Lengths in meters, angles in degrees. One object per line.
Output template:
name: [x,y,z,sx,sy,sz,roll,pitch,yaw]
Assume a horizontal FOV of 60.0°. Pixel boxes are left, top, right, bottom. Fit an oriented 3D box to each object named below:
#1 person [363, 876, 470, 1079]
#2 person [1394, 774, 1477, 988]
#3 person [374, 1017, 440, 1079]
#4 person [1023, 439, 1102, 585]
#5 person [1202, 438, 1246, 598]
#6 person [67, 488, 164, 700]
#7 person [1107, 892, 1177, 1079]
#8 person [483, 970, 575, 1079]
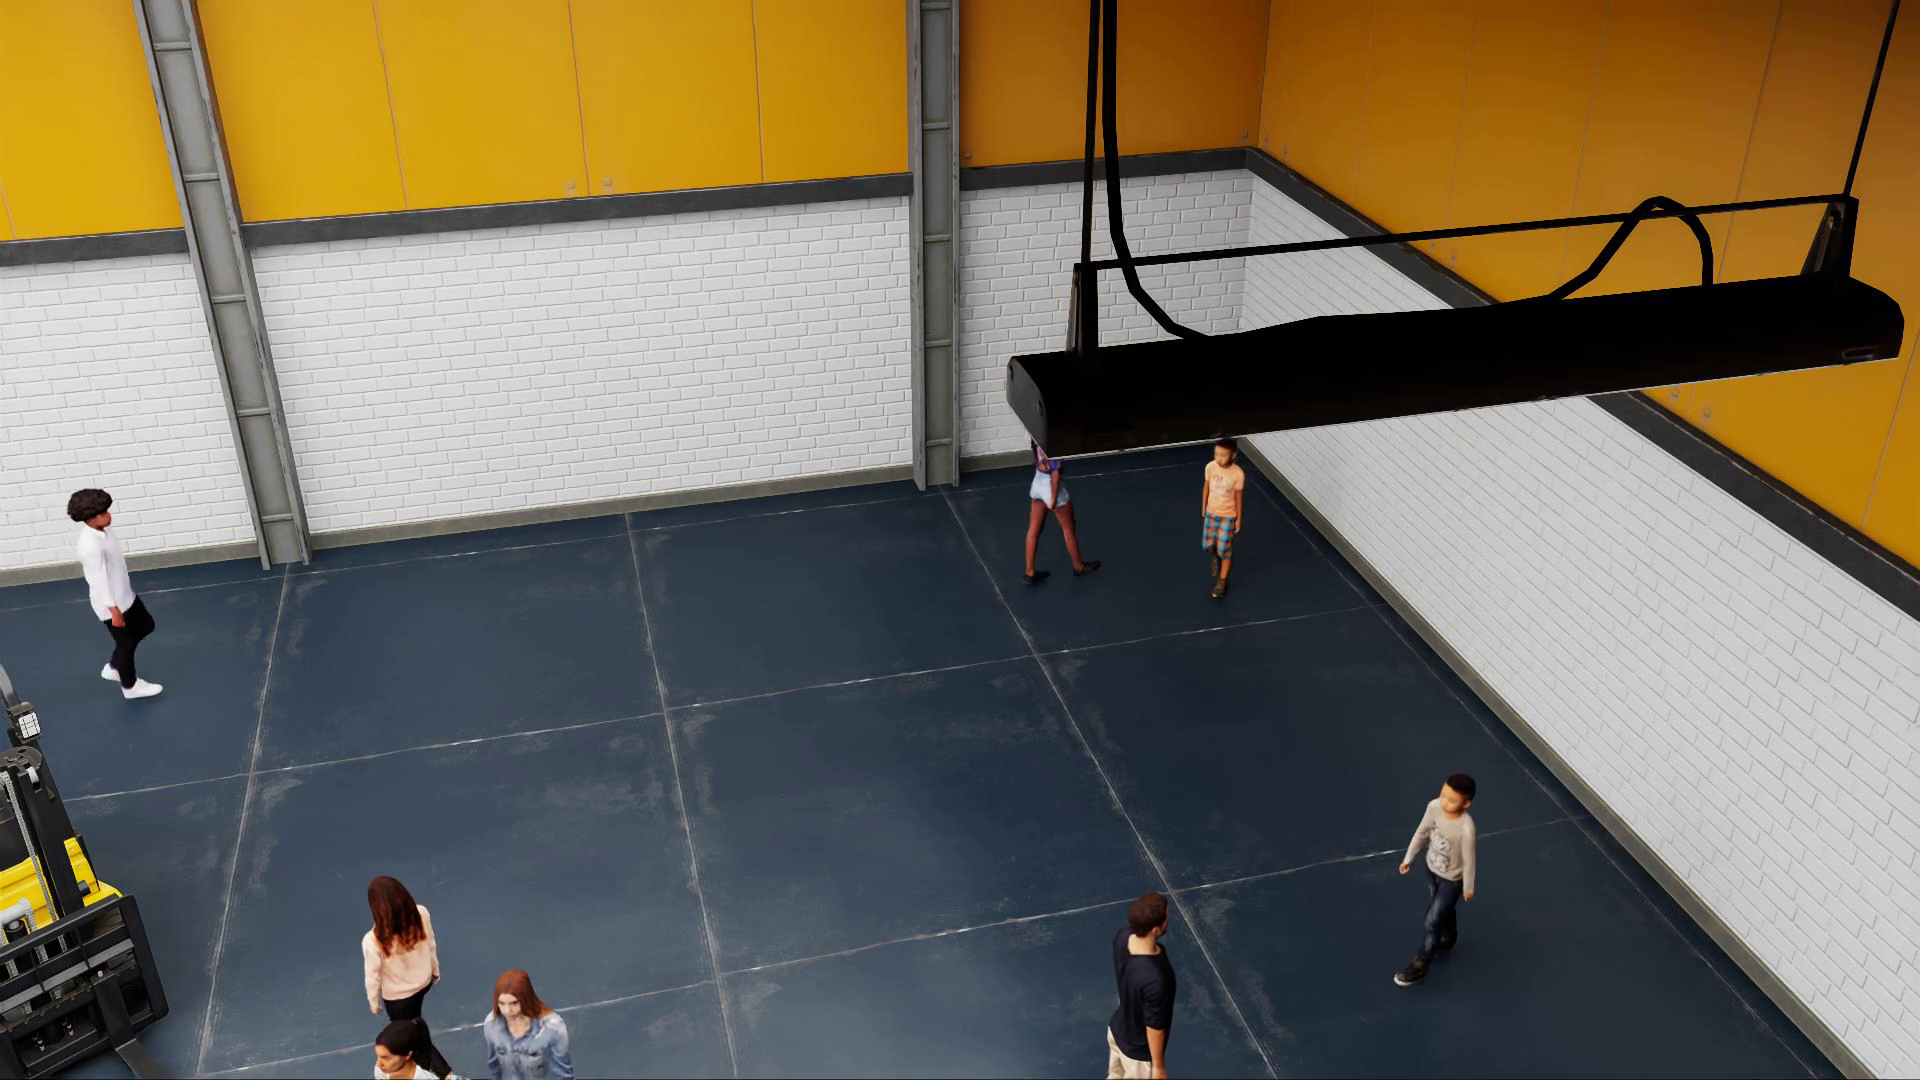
person: [-3.007,2.480,9.164,0.993,1.460,0.966,18,33,29]
person: [3.006,1.991,10.078,0.814,1.443,0.608,-11,30,-19]
person: [-2.622,2.966,8.078,0.653,1.647,0.715,15,32,25]
person: [0.681,-0.390,14.151,0.984,1.722,0.728,-14,32,-24]
person: [2.265,-0.244,14.171,0.764,1.447,0.825,15,32,25]
person: [-6.487,0.427,12.574,0.650,1.798,0.634,-7,29,-13]
person: [0.906,2.575,8.581,0.559,1.851,0.645,-9,30,-16]
person: [-2.096,2.774,8.398,1.103,1.676,0.908,1,29,3]
